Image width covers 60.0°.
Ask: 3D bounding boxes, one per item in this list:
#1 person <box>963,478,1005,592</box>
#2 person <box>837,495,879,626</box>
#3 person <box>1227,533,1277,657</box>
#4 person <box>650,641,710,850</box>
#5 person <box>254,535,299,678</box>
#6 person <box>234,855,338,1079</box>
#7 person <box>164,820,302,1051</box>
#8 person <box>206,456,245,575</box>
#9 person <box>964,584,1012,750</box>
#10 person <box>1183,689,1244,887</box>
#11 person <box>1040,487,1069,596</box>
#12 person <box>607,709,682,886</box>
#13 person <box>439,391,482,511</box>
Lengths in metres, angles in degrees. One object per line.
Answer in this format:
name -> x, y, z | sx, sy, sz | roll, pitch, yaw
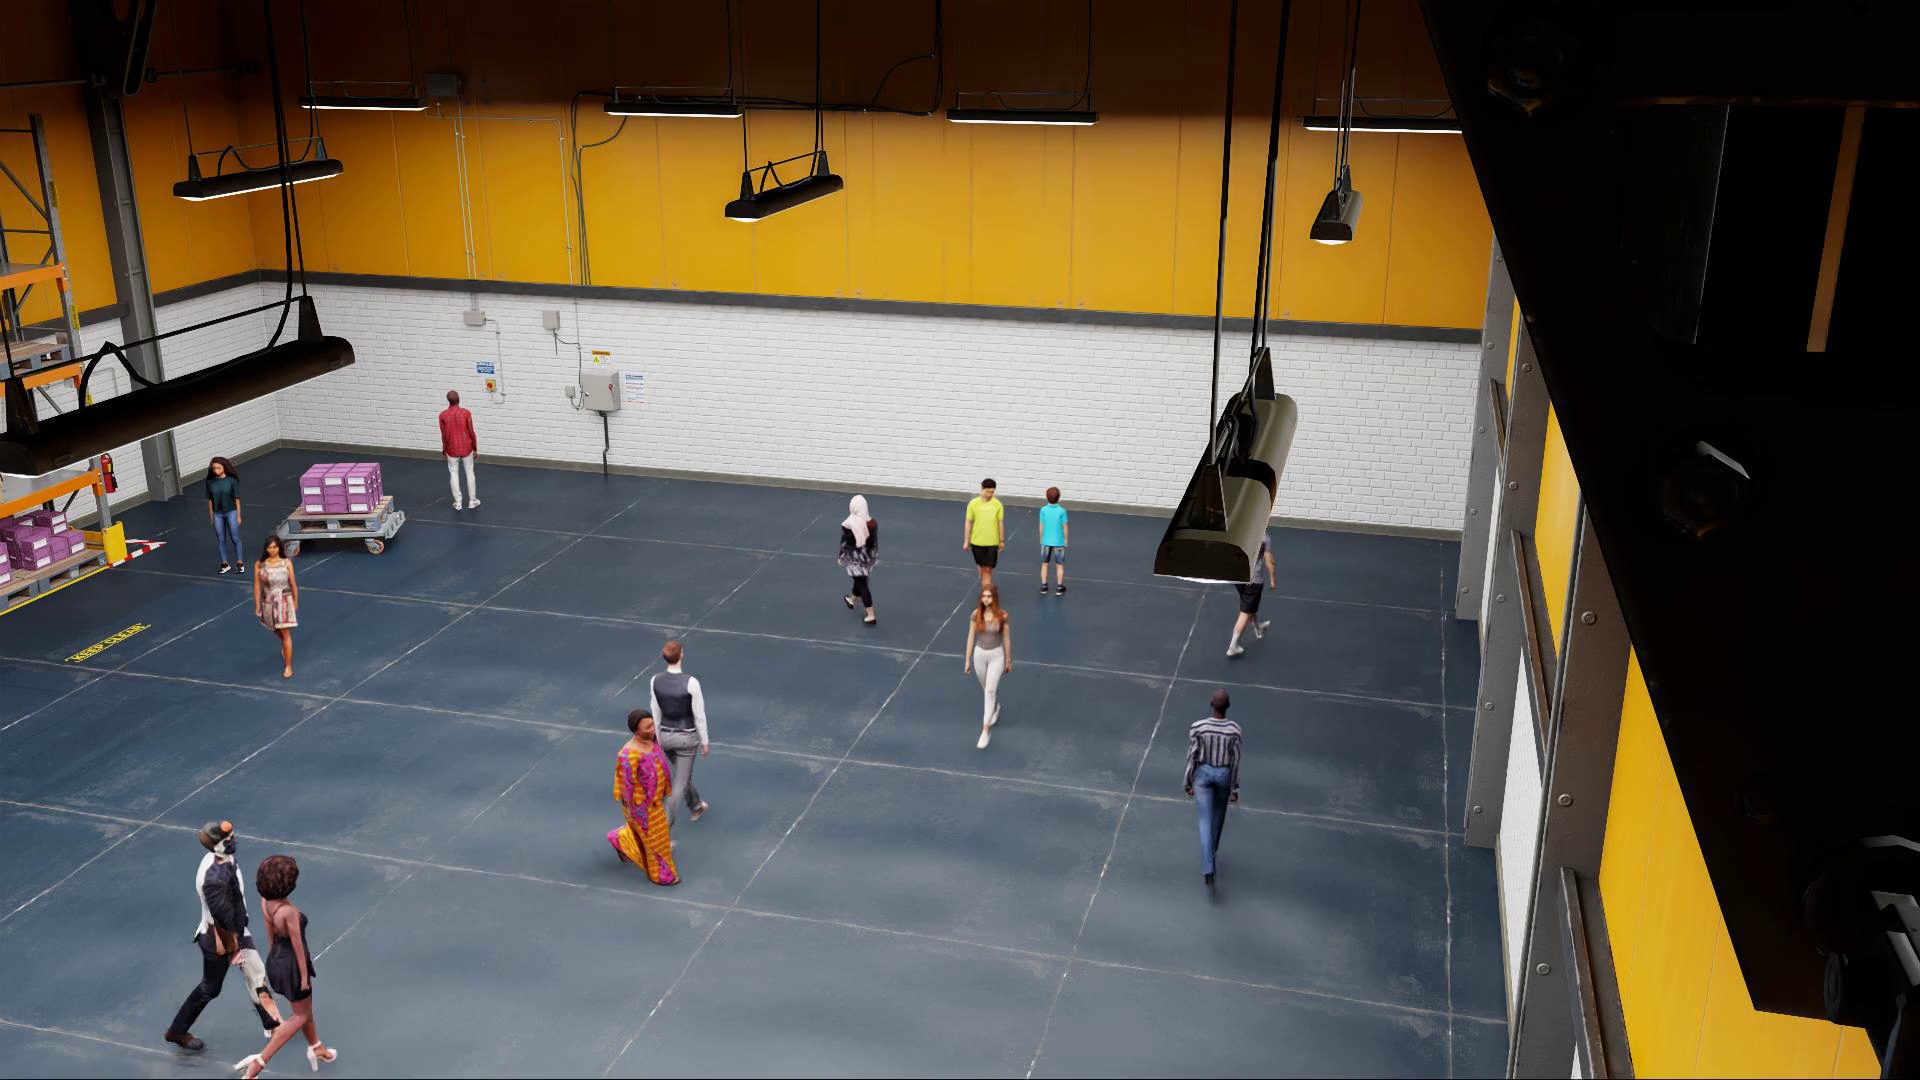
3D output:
person -> 0.318, -0.015, 21.309 | 0.784, 1.658, 1.096 | 2, 19, 6
person -> -1.194, 0.282, 20.527 | 1.088, 1.594, 1.111 | -12, 22, -33
person -> 3.341, 0.490, 19.533 | 1.057, 1.834, 1.269 | 17, 25, 42
person -> -2.627, 1.882, 15.277 | 0.711, 1.913, 1.258 | 7, 20, 19
person -> -7.878, 0.716, 19.217 | 0.940, 1.608, 1.203 | -3, 19, -9
person -> -4.849, 3.115, 11.845 | 0.808, 1.766, 1.052 | 14, 23, 37
person -> -5.510, 2.941, 12.234 | 1.090, 1.847, 1.250 | -3, 19, -9
person -> -9.879, -0.352, 22.374 | 0.684, 1.616, 0.702 | -2, 19, -6
person -> 0.327, 1.253, 17.502 | 0.627, 1.685, 1.133 | 6, 19, 16
person -> 2.226, 2.196, 14.591 | 0.787, 1.755, 1.175 | 1, 19, 4
person -> 1.213, -0.005, 21.605 | 0.513, 1.449, 0.466 | 5, 19, 14
person -> -2.818, 2.230, 14.627 | 0.730, 1.668, 0.954 | 6, 20, 18
person -> -7.551, -1.371, 25.085 | 0.752, 1.817, 0.752 | -4, 19, -13
